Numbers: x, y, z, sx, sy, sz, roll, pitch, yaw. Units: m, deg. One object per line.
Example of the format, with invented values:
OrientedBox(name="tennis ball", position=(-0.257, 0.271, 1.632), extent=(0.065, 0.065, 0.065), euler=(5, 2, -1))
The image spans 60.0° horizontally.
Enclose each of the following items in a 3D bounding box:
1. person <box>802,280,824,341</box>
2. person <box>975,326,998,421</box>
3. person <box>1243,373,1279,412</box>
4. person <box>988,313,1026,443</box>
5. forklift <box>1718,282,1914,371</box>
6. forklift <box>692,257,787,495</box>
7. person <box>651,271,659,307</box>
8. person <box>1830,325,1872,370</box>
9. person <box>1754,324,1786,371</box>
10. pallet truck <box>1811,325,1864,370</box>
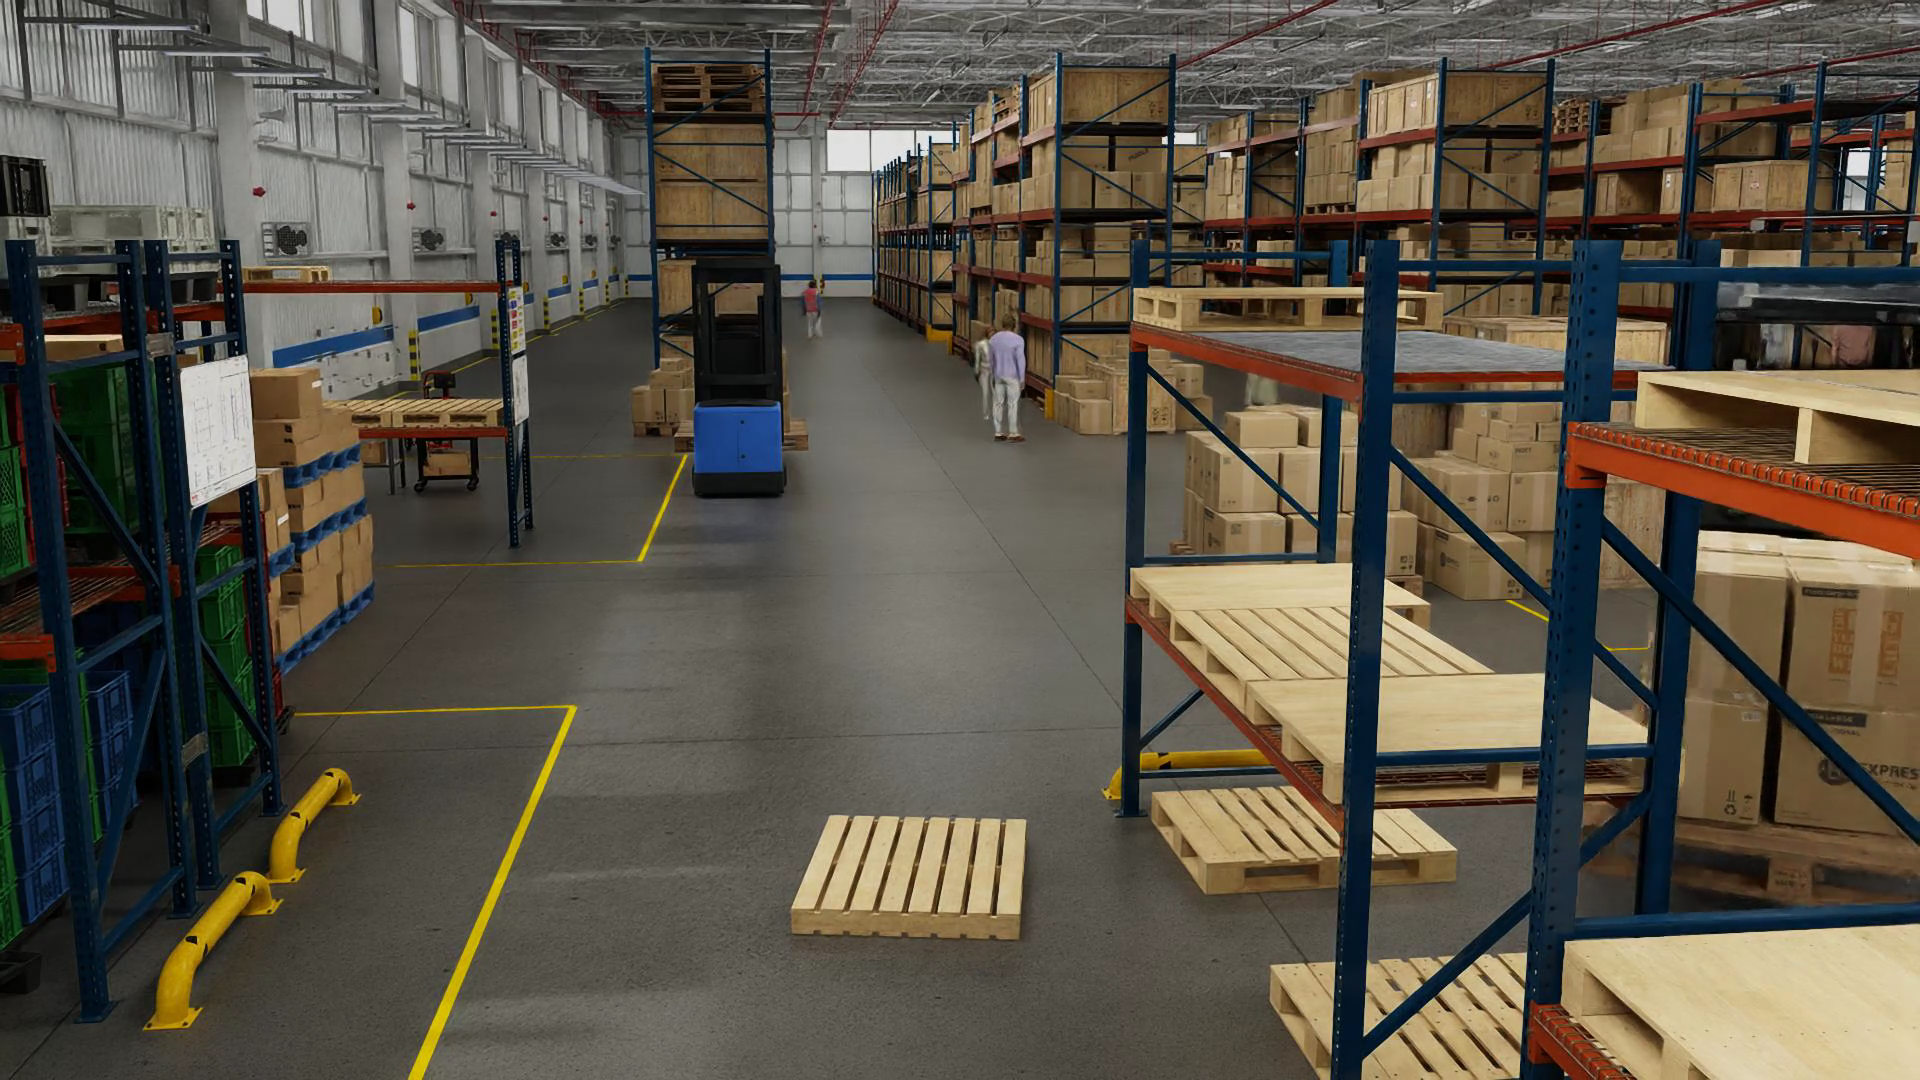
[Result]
OrientedBox(name="person", position=(-4.434, -6.949, 50.416), extent=(0.627, 1.814, 0.790), euler=(2, 11, 13))
OrientedBox(name="person", position=(0.516, -2.758, 27.774), extent=(0.544, 1.588, 0.865), euler=(-2, 10, -10))
OrientedBox(name="person", position=(3.809, -1.756, 21.148), extent=(0.436, 1.979, 0.643), euler=(8, 13, 36))
OrientedBox(name="person", position=(0.712, -2.429, 25.000), extent=(0.633, 1.938, 0.356), euler=(7, 13, 35))
OrientedBox(name="forklift", position=(4.610, -0.053, 9.229), extent=(1.129, 2.768, 1.873), euler=(5, 11, 24))
OrientedBox(name="forklift", position=(-2.703, -2.040, 20.237), extent=(1.129, 2.768, 1.873), euler=(-1, 10, -6))
OrientedBox(name="person", position=(-13.909, -11.632, 76.029), extent=(0.373, 1.928, 0.543), euler=(6, 12, 31))
OrientedBox(name="person", position=(14.175, -2.672, 26.459), extent=(0.636, 1.903, 0.405), euler=(0, 10, 1))
OrientedBox(name="person", position=(14.122, -3.139, 29.049), extent=(0.587, 1.902, 1.056), euler=(-4, 11, -21))
OrientedBox(name="pallet truck", position=(15.846, -3.142, 28.793), extent=(1.885, 1.965, 0.823), euler=(2, 10, 12))
